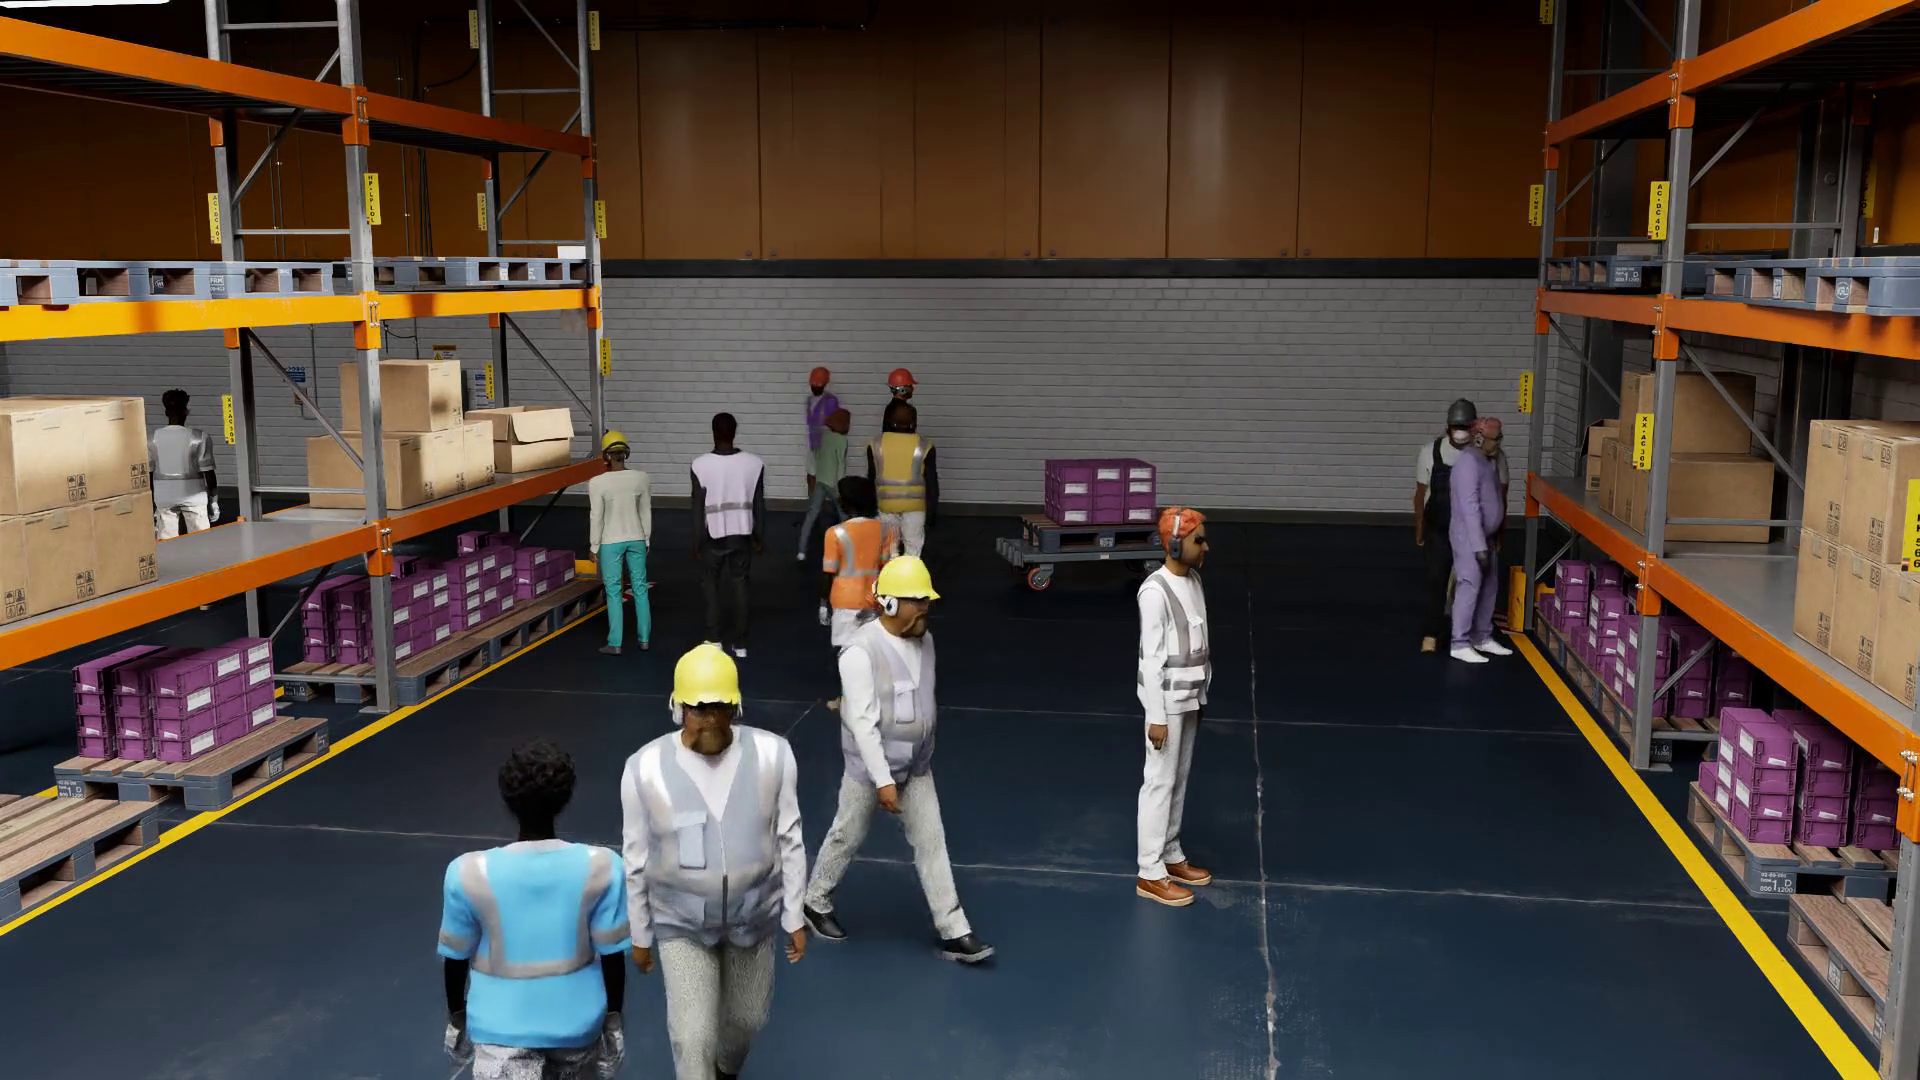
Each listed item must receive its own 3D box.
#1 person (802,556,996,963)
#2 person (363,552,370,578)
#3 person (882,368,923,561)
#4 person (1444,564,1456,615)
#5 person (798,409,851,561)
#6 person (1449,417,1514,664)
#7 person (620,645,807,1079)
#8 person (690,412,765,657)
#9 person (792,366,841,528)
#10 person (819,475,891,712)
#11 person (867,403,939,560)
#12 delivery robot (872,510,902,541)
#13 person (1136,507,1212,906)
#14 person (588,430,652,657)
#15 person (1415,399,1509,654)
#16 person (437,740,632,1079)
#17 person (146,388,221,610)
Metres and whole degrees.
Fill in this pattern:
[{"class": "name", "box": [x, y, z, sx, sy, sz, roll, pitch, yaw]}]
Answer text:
[{"class": "person", "box": [-0.321, 0.946, 7.246, 0.986, 1.784, 0.579, 8, 12, 40]}, {"class": "person", "box": [-5.256, -0.184, 14.694, 0.527, 1.620, 0.589, 4, 10, 24]}, {"class": "person", "box": [-0.608, -0.761, 17.074, 0.375, 1.997, 0.612, -2, 9, -13]}, {"class": "person", "box": [4.308, -0.100, 14.150, 0.505, 1.623, 0.423, 4, 10, 25]}, {"class": "person", "box": [-1.303, -0.564, 17.152, 0.883, 1.569, 0.593, -7, 12, -37]}, {"class": "person", "box": [3.976, 0.000, 12.707, 0.460, 1.892, 0.688, 6, 11, 32]}, {"class": "person", "box": [-0.817, 1.210, 5.514, 0.595, 1.810, 0.809, -3, 10, -18]}, {"class": "person", "box": [-1.798, -0.039, 12.916, 0.610, 1.903, 0.480, -3, 10, -21]}, {"class": "person", "box": [-1.590, -1.065, 19.229, 0.485, 1.909, 0.585, -8, 12, -39]}, {"class": "person", "box": [-0.680, 0.398, 10.947, 0.540, 1.671, 0.775, -9, 13, -43]}, {"class": "person", "box": [-0.499, -0.294, 14.719, 0.656, 1.827, 0.449, 2, 9, 11]}, {"class": "delivery robot", "box": [-0.801, -0.060, 16.897, 0.707, 0.478, 0.477, -1, 9, -4]}, {"class": "person", "box": [1.024, 0.777, 7.938, 0.342, 1.882, 0.586, 5, 10, 26]}, {"class": "person", "box": [-2.649, 0.026, 12.960, 0.523, 1.760, 0.327, -7, 11, -36]}, {"class": "person", "box": [3.892, -0.114, 12.950, 0.697, 2.000, 0.923, 3, 10, 18]}, {"class": "person", "box": [-1.212, 1.413, 4.804, 0.534, 1.668, 0.886, -4, 10, -23]}, {"class": "person", "box": [-6.846, -0.350, 14.637, 0.613, 1.962, 0.362, -2, 9, -12]}]
